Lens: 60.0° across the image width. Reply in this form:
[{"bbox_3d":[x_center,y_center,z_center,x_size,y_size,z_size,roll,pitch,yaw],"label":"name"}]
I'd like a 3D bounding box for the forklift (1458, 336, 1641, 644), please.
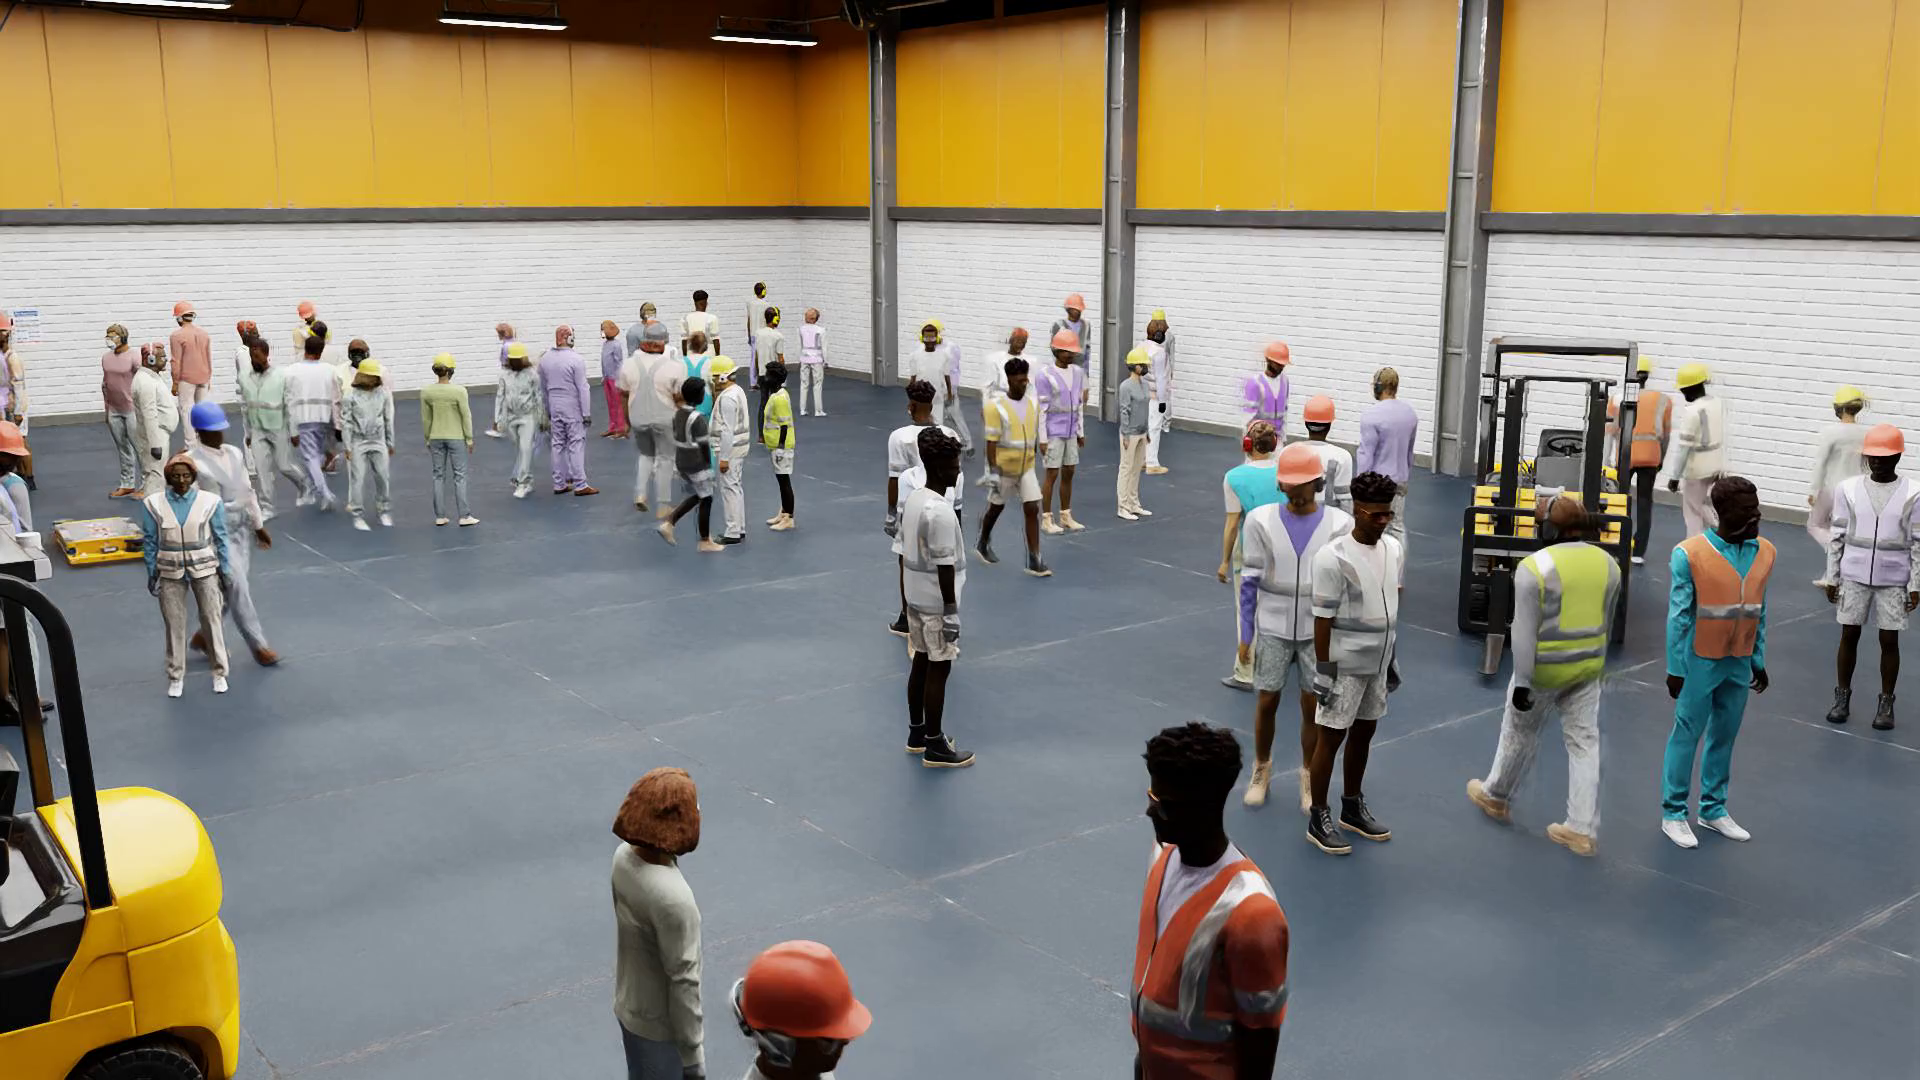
[{"bbox_3d":[4.683,-0.471,13.136,1.214,2.155,2.313,4,12,20],"label":"forklift"}]

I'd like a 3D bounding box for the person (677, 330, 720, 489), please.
[{"bbox_3d":[-2.935,-1.439,18.721,0.545,1.824,0.536,1,12,6],"label":"person"}]

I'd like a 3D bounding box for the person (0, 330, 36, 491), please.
[{"bbox_3d":[-10.729,-1.494,18.744,0.548,1.925,0.392,10,15,39],"label":"person"}]

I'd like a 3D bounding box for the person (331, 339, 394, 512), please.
[{"bbox_3d":[-6.295,-1.207,17.560,0.630,1.840,0.429,-1,12,-4],"label":"person"}]

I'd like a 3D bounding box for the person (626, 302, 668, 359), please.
[{"bbox_3d":[-4.149,-2.218,22.233,0.382,1.928,0.635,11,16,43],"label":"person"}]

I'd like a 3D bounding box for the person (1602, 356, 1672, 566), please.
[{"bbox_3d":[6.176,-0.746,15.243,0.602,1.882,0.807,3,12,15],"label":"person"}]

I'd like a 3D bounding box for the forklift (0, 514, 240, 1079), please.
[{"bbox_3d":[-3.687,1.115,5.480,2.313,2.155,1.214,-9,15,-36],"label":"forklift"}]

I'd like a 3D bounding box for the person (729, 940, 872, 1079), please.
[{"bbox_3d":[-0.356,1.708,3.692,0.333,1.753,0.570,2,12,10],"label":"person"}]

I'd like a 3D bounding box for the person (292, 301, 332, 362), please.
[{"bbox_3d":[-9.029,-2.403,23.231,0.608,1.886,0.634,8,14,33],"label":"person"}]

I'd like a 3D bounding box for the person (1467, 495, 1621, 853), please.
[{"bbox_3d":[3.044,0.652,8.661,0.652,1.800,0.921,-4,12,-17],"label":"person"}]

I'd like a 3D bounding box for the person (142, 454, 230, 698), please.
[{"bbox_3d":[-5.145,0.235,11.103,0.519,1.633,0.314,-4,12,-18],"label":"person"}]

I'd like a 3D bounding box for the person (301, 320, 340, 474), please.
[{"bbox_3d":[-7.612,-1.696,19.866,0.460,1.854,0.553,9,14,36],"label":"person"}]

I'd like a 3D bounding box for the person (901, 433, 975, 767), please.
[{"bbox_3d":[-0.141,0.345,9.750,0.361,1.964,0.616,-4,12,-20],"label":"person"}]

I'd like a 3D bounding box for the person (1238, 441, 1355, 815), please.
[{"bbox_3d":[1.802,0.478,8.931,0.615,2.040,0.393,2,12,11],"label":"person"}]

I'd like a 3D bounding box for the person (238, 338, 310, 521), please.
[{"bbox_3d":[-7.102,-1.167,17.253,0.600,1.896,0.742,2,12,7],"label":"person"}]

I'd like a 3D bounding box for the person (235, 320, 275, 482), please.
[{"bbox_3d":[-8.261,-1.616,19.427,0.355,1.883,0.573,-4,12,-20],"label":"person"}]

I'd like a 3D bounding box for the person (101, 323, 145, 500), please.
[{"bbox_3d":[-9.151,-1.404,18.263,0.631,1.939,0.370,4,12,20],"label":"person"}]

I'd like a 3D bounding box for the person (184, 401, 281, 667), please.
[{"bbox_3d":[-5.218,-0.038,11.789,0.750,1.918,0.665,2,12,11],"label":"person"}]

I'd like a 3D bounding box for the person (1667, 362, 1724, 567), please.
[{"bbox_3d":[6.526,-0.623,14.643,0.626,1.879,0.528,-10,16,-41],"label":"person"}]

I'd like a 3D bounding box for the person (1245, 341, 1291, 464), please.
[{"bbox_3d":[3.037,-1.019,16.473,0.612,1.906,0.470,-6,13,-28],"label":"person"}]

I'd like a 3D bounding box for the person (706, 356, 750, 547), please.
[{"bbox_3d":[-2.211,-0.850,15.886,0.403,1.819,0.602,0,12,-1],"label":"person"}]

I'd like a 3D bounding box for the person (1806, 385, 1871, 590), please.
[{"bbox_3d":[7.394,-0.414,13.938,0.543,1.749,0.467,-3,12,-13],"label":"person"}]

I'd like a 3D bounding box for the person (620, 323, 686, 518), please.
[{"bbox_3d":[-3.141,-1.248,17.263,0.715,2.000,0.537,2,12,11],"label":"person"}]

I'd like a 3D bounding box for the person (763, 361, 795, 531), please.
[{"bbox_3d":[-1.806,-0.938,16.598,0.317,1.695,0.540,-2,12,-11],"label":"person"}]

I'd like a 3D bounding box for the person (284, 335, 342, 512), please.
[{"bbox_3d":[-6.882,-1.248,17.729,0.626,1.859,0.949,-8,14,-34],"label":"person"}]

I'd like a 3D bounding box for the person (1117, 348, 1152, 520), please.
[{"bbox_3d":[1.816,-1.100,17.209,0.302,1.772,0.523,8,14,33],"label":"person"}]

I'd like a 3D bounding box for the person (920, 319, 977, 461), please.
[{"bbox_3d":[-0.200,-1.884,20.943,0.791,1.799,0.542,6,13,28],"label":"person"}]

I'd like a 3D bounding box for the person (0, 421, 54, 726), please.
[{"bbox_3d":[-6.004,0.208,10.508,0.385,1.927,0.545,-3,12,-16],"label":"person"}]

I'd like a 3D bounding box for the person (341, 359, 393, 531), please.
[{"bbox_3d":[-5.924,-0.959,16.647,0.505,1.720,0.455,-10,15,-40],"label":"person"}]

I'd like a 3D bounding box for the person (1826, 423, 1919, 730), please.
[{"bbox_3d":[5.722,0.228,10.422,0.544,1.932,0.375,9,15,36],"label":"person"}]

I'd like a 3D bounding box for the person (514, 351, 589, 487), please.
[{"bbox_3d":[-4.719,-1.372,18.982,0.871,1.574,0.529,1,12,3],"label":"person"}]
